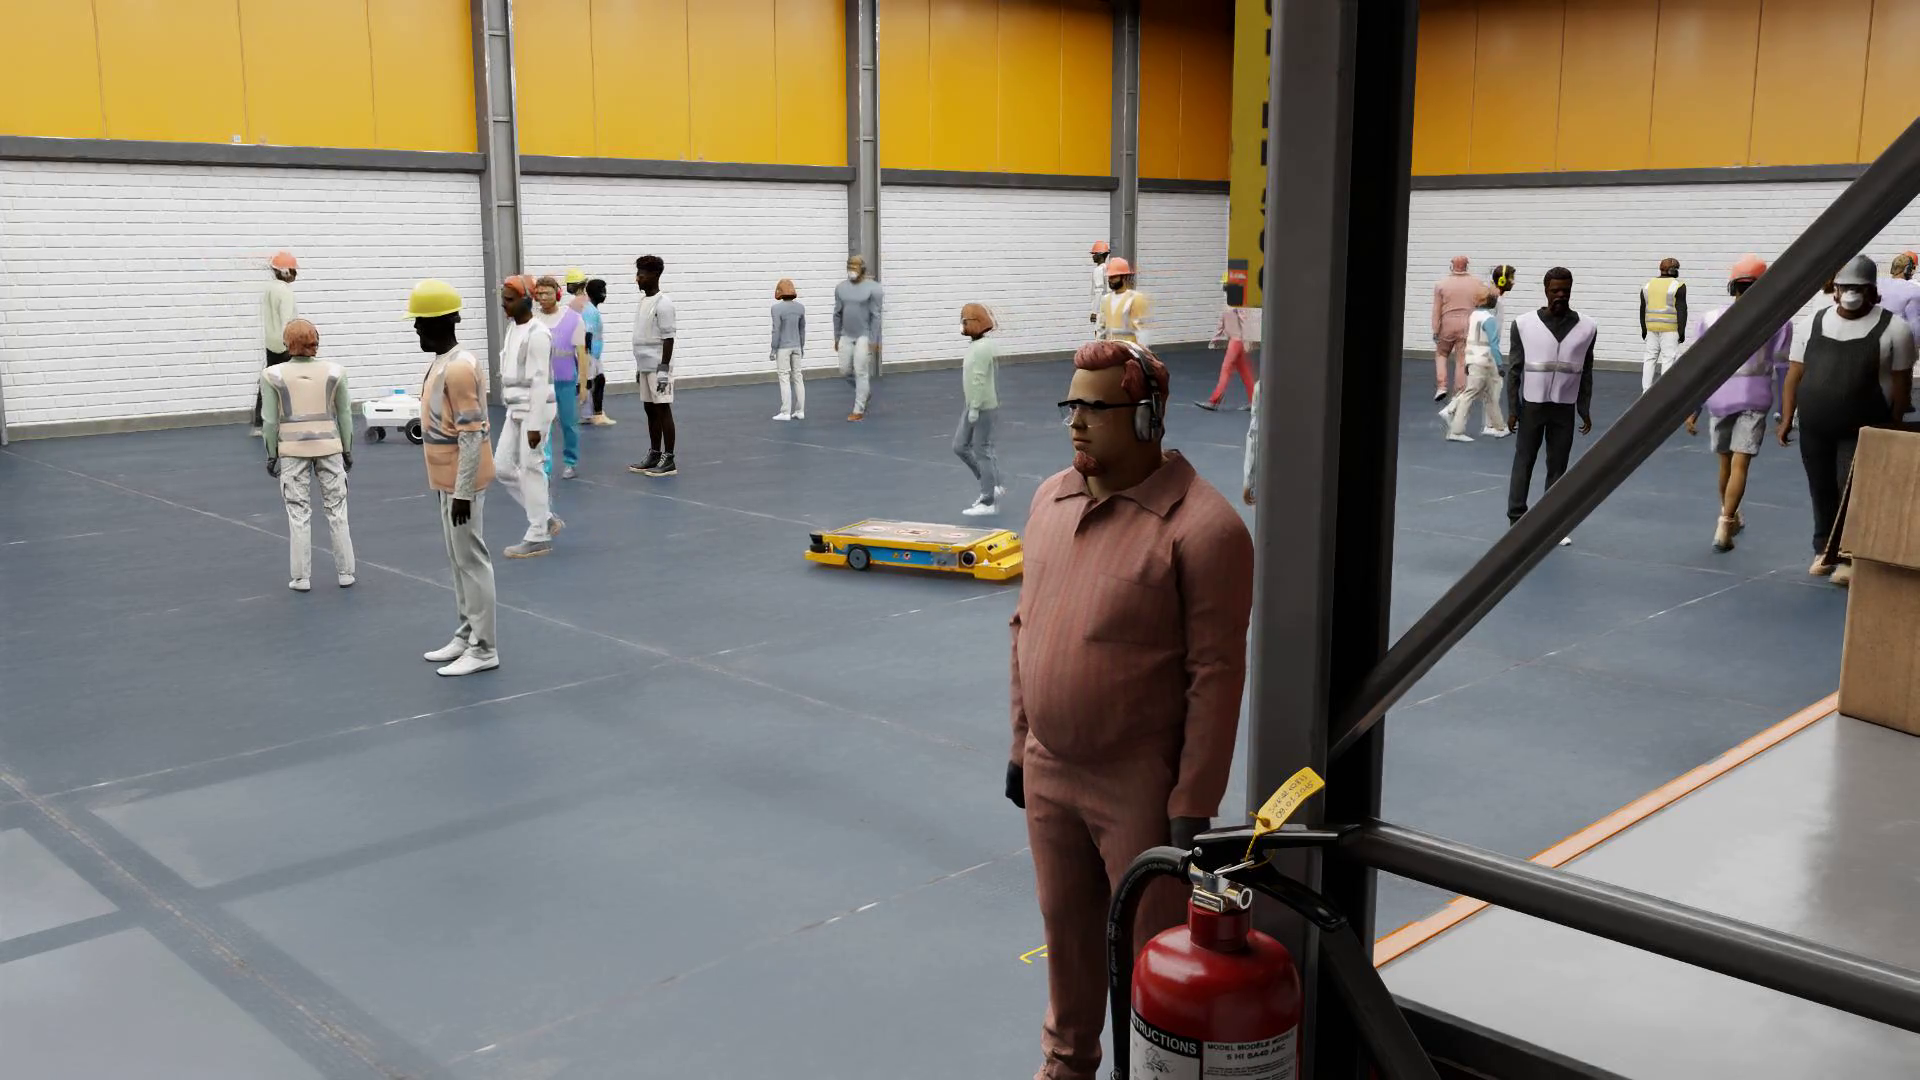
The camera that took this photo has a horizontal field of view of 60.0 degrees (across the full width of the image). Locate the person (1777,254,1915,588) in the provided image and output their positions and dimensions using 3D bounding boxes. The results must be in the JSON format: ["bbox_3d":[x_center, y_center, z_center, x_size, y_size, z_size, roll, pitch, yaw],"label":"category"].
[{"bbox_3d":[5.373,-0.744,10.202,0.871,2.000,0.682,-10,14,-43],"label":"person"}]

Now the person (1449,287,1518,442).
[{"bbox_3d":[5.462,-1.804,17.179,0.821,1.596,0.529,0,10,1],"label":"person"}]

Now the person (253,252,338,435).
[{"bbox_3d":[-7.197,-2.114,17.933,0.611,1.938,1.019,10,14,43],"label":"person"}]

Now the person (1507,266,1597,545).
[{"bbox_3d":[4.069,-0.920,11.493,0.590,1.919,0.397,0,10,2],"label":"person"}]

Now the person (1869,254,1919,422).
[{"bbox_3d":[9.920,-2.060,17.668,0.373,1.936,0.629,-4,11,-22],"label":"person"}]

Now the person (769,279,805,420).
[{"bbox_3d":[-1.997,-2.201,19.258,0.266,1.632,0.509,9,14,41],"label":"person"}]

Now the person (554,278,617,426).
[{"bbox_3d":[-4.224,-2.078,18.488,0.683,1.663,0.549,-1,10,-7],"label":"person"}]

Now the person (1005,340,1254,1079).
[{"bbox_3d":[0.329,0.510,3.733,0.410,1.908,0.643,-9,14,-42],"label":"person"}]

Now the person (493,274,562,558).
[{"bbox_3d":[-2.871,-0.809,10.990,0.398,1.874,0.614,-7,13,-35],"label":"person"}]

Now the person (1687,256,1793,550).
[{"bbox_3d":[5.369,-0.946,11.449,0.632,1.997,1.037,7,13,35],"label":"person"}]

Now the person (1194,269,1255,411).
[{"bbox_3d":[3.258,-2.402,20.108,0.883,1.726,0.538,-1,10,-7],"label":"person"}]

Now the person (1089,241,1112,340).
[{"bbox_3d":[2.140,-3.545,25.469,0.371,2.044,0.607,4,11,22],"label":"person"}]

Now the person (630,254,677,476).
[{"bbox_3d":[-2.734,-1.555,14.826,0.367,1.967,0.606,-7,12,-33],"label":"person"}]

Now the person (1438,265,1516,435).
[{"bbox_3d":[5.578,-2.040,17.885,0.744,1.835,0.535,3,11,17],"label":"person"}]

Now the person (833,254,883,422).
[{"bbox_3d":[-1.146,-2.326,19.180,0.637,1.920,0.572,5,12,26],"label":"person"}]

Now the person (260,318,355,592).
[{"bbox_3d":[-3.902,-0.503,9.980,0.515,1.641,0.315,-6,12,-28],"label":"person"}]

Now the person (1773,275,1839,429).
[{"bbox_3d":[9.377,-2.084,18.135,0.986,1.808,0.537,-5,12,-26],"label":"person"}]

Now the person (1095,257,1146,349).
[{"bbox_3d":[1.517,-1.872,16.727,0.896,1.899,0.566,-8,13,-36],"label":"person"}]

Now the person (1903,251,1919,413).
[{"bbox_3d":[11.375,-2.508,20.091,0.545,1.942,0.353,8,13,38],"label":"person"}]

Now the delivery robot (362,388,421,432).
[{"bbox_3d":[-5.770,-1.324,17.150,0.707,0.478,0.477,0,10,-4],"label":"delivery robot"}]

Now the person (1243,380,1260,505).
[{"bbox_3d":[1.714,-0.300,8.640,0.508,1.724,0.537,7,13,35],"label":"person"}]

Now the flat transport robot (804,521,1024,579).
[{"bbox_3d":[-0.226,0.045,10.727,1.431,0.197,0.652,5,11,25],"label":"flat transport robot"}]

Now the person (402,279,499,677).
[{"bbox_3d":[-2.465,-0.299,8.094,0.383,1.924,0.589,-5,11,-24],"label":"person"}]

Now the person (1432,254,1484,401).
[{"bbox_3d":[6.351,-2.698,21.266,0.654,1.892,0.484,2,11,9],"label":"person"}]

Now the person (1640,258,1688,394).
[{"bbox_3d":[9.085,-2.707,21.456,0.429,1.839,0.633,-7,12,-34],"label":"person"}]

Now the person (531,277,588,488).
[{"bbox_3d":[-3.468,-1.355,14.271,0.581,1.791,0.963,0,10,-2],"label":"person"}]

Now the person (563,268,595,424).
[{"bbox_3d":[-4.300,-2.189,18.857,0.346,1.762,0.526,2,11,12],"label":"person"}]

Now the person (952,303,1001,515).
[{"bbox_3d":[0.119,-0.986,12.661,0.355,1.622,0.499,-2,11,-10],"label":"person"}]
